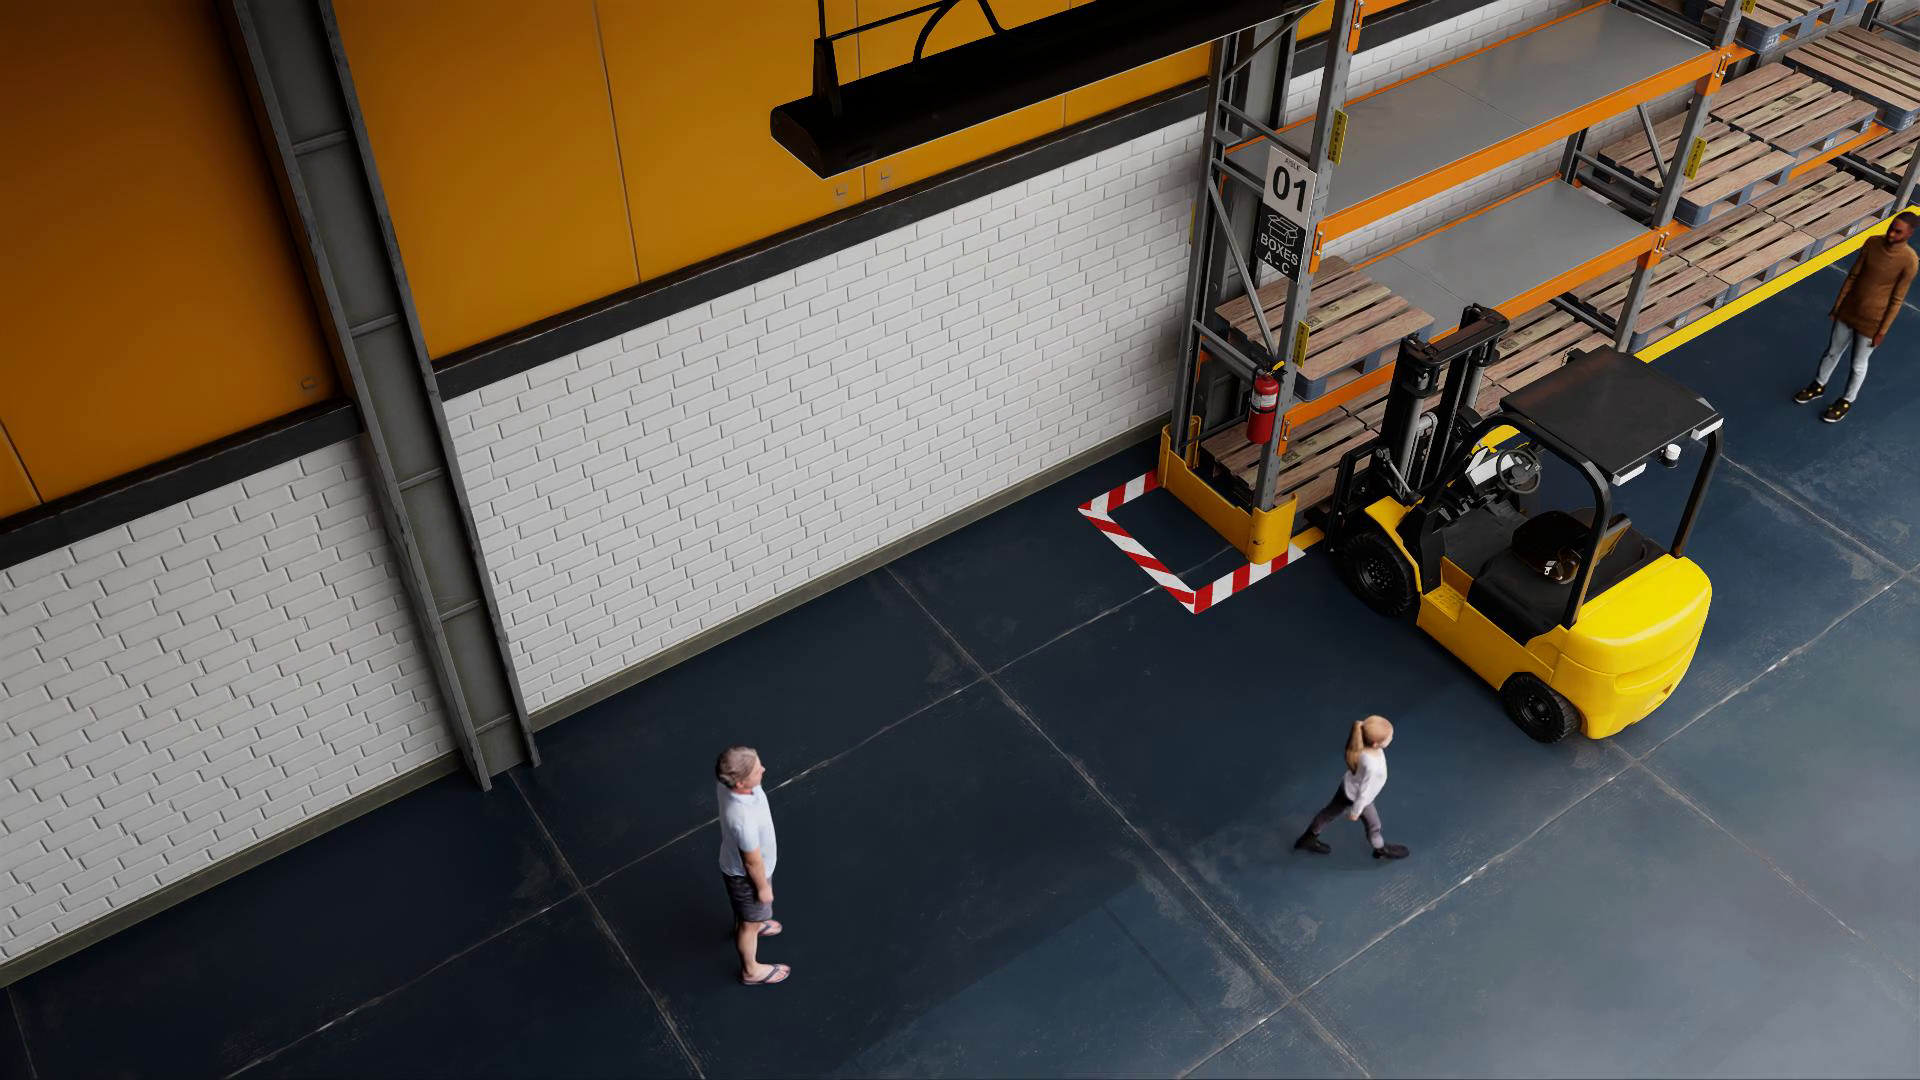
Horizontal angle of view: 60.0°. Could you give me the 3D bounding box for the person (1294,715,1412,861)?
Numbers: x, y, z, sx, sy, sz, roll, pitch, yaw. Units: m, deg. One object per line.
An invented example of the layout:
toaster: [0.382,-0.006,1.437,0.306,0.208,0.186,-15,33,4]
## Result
person: [2.275,1.479,9.766,0.969,1.244,0.834,1,44,1]

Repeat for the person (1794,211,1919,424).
person: [6.929,-1.729,12.721,0.535,1.815,0.626,-22,48,-22]

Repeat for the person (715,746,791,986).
person: [-1.167,1.748,9.060,0.691,1.830,0.711,-7,44,-7]
